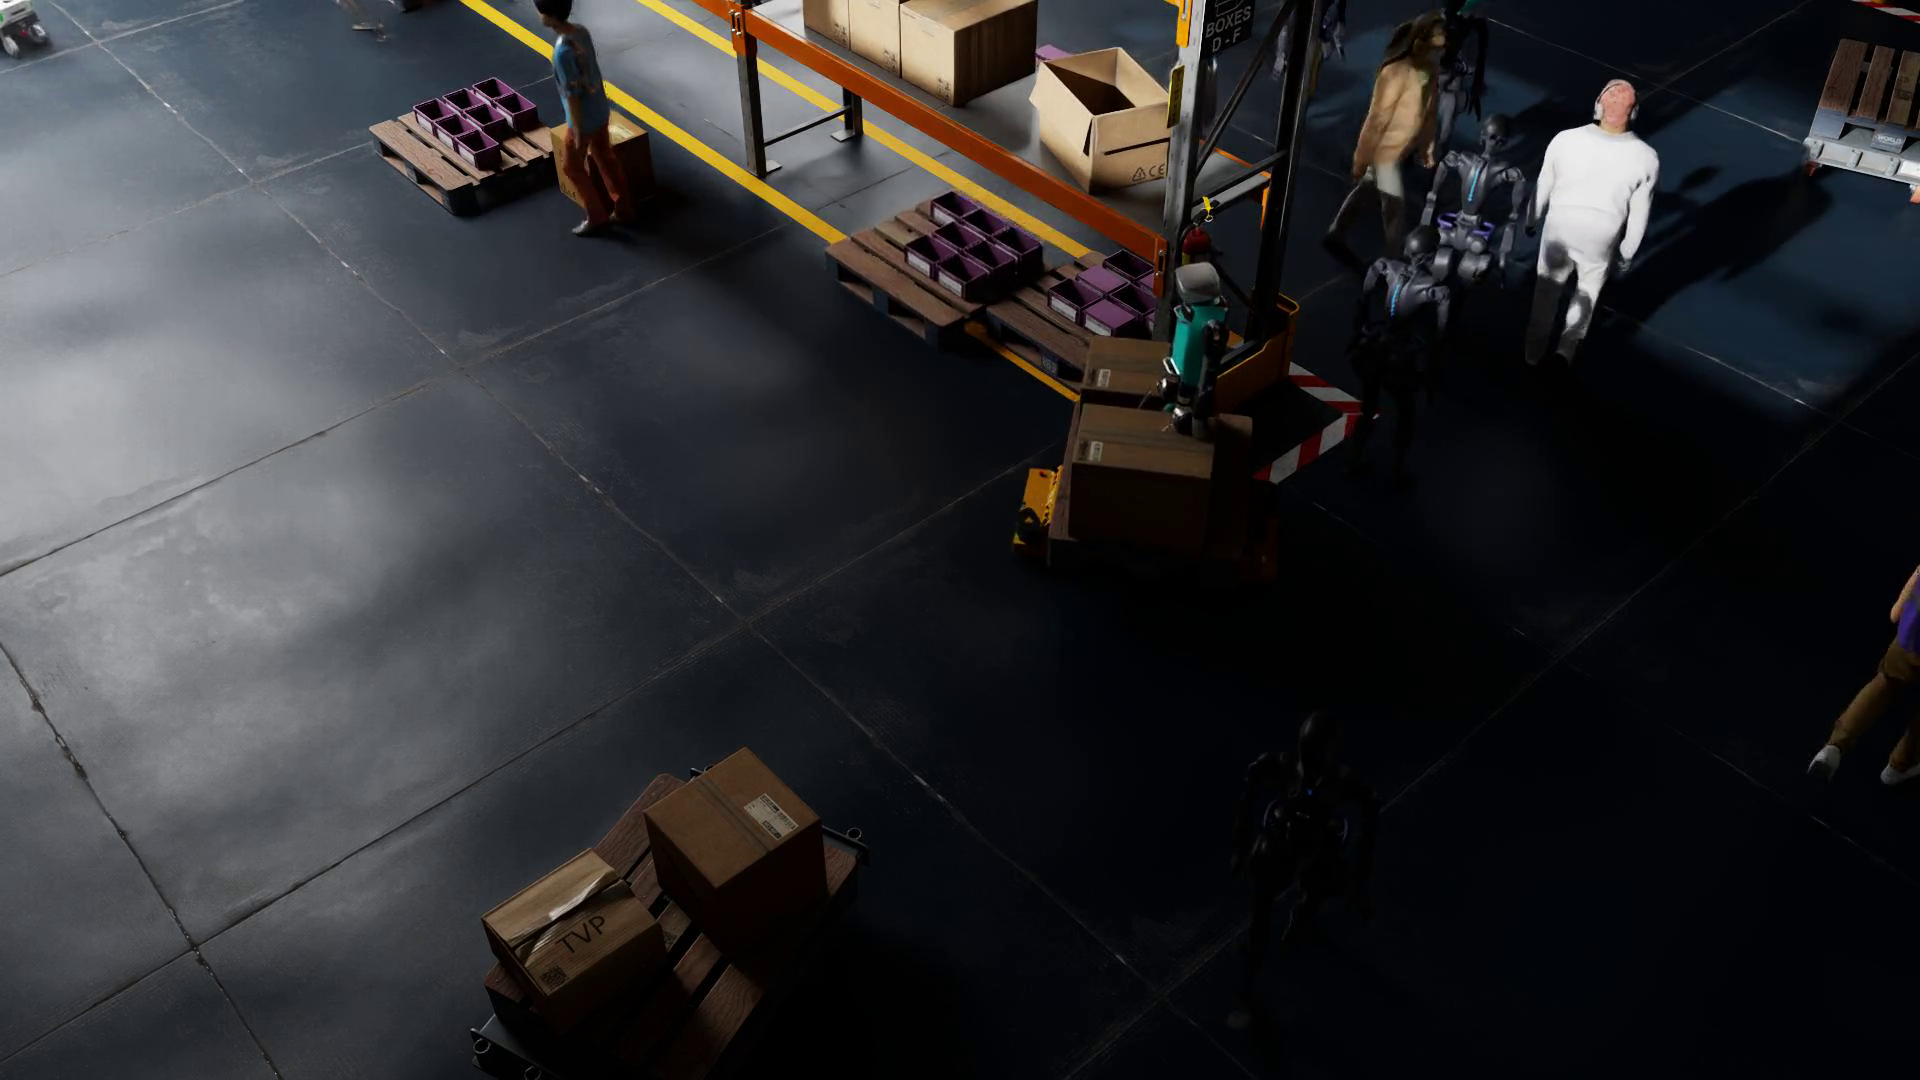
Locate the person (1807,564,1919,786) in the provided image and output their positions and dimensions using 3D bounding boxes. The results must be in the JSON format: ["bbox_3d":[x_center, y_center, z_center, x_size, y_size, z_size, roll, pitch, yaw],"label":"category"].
[{"bbox_3d":[4.357,0.466,7.374,0.657,1.916,0.540,-25,48,-24],"label":"person"}]

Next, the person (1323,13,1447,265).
[{"bbox_3d":[2.837,-2.484,10.647,0.983,1.821,0.564,31,51,29],"label":"person"}]

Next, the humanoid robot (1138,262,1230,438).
[{"bbox_3d":[1.002,-0.604,8.684,0.654,1.817,0.552,-8,43,-8],"label":"humanoid robot"}]

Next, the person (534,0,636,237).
[{"bbox_3d":[-2.504,-2.827,11.088,0.495,1.739,0.520,6,43,6],"label":"person"}]

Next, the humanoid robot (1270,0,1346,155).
[{"bbox_3d":[2.506,-3.588,11.994,0.602,1.640,0.644,-17,45,-18],"label":"humanoid robot"}]

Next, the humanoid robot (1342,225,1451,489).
[{"bbox_3d":[2.375,-1.024,9.171,0.597,1.656,0.333,34,52,31],"label":"humanoid robot"}]

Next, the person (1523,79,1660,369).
[{"bbox_3d":[3.703,-1.840,9.904,0.669,1.881,0.421,15,45,16],"label":"person"}]

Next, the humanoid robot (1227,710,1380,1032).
[{"bbox_3d":[1.378,1.306,6.664,0.602,1.630,0.769,15,45,16],"label":"humanoid robot"}]

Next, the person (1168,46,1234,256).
[{"bbox_3d":[1.438,-2.716,10.988,0.795,1.708,0.579,23,47,23],"label":"person"}]

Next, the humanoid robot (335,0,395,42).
[{"bbox_3d":[-4.981,-4.813,13.244,0.674,1.791,0.560,-10,44,-11],"label":"humanoid robot"}]

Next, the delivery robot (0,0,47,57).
[{"bbox_3d":[-7.887,-4.310,13.570,0.795,0.592,0.499,22,47,22],"label":"delivery robot"}]

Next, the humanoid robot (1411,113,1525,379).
[{"bbox_3d":[3.033,-1.794,10.039,0.610,1.621,0.707,20,46,21],"label":"humanoid robot"}]

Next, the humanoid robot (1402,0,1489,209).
[{"bbox_3d":[3.318,-3.144,11.491,0.597,1.636,0.616,4,43,5],"label":"humanoid robot"}]

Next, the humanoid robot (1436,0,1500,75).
[{"bbox_3d":[3.903,-4.353,12.738,0.881,1.768,0.597,10,43,10],"label":"humanoid robot"}]

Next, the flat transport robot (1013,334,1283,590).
[{"bbox_3d":[1.049,-0.117,9.222,1.431,0.231,0.659,7,43,8],"label":"flat transport robot"}]
